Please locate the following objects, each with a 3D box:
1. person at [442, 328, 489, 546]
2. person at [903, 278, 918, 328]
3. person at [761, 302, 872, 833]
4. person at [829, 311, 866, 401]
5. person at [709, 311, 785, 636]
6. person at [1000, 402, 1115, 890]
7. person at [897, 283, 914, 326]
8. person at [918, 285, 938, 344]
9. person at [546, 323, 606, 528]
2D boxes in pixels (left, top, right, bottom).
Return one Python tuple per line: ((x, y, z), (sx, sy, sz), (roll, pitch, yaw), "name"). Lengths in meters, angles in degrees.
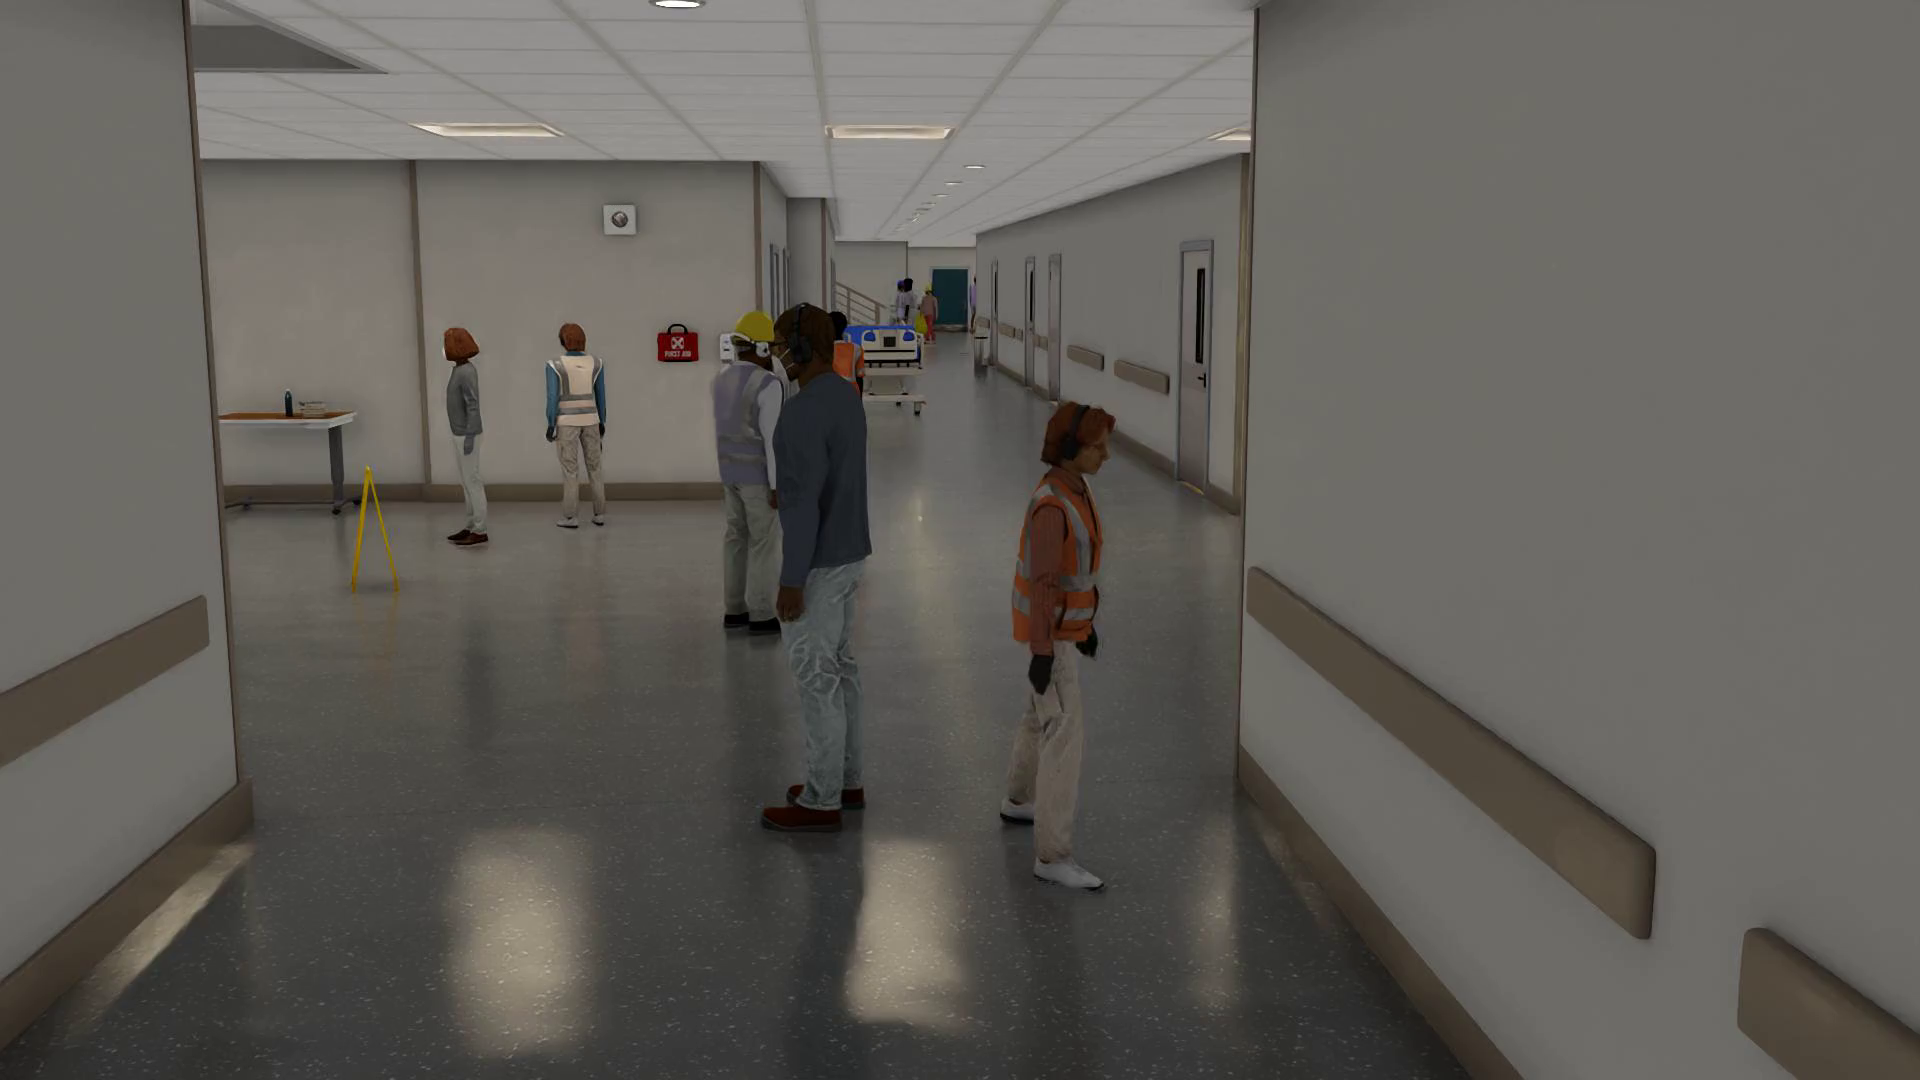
((-3.724, -0.774, 12.489), (0.267, 1.632, 0.509), (-4, 10, -26), "person")
((-1.308, -5.850, 43.380), (0.388, 1.951, 0.616), (3, 10, 18), "person")
((-0.515, 0.097, 6.120), (0.373, 1.929, 0.636), (2, 9, 10), "person")
((-1.124, -1.260, 15.355), (0.532, 1.695, 0.319), (-4, 10, -25), "person")
((-1.168, -0.376, 9.417), (0.403, 1.823, 0.601), (-8, 12, -42), "person")
((0.319, 0.328, 5.705), (0.467, 1.600, 0.698), (2, 9, 12), "person")
((-1.476, -5.947, 44.152), (0.561, 1.903, 0.552), (-2, 9, -11), "person")
((-0.934, -6.574, 48.629), (0.525, 1.717, 0.920), (6, 11, 32), "person")
((-3.077, -0.914, 13.351), (0.522, 1.638, 0.311), (-7, 12, -38), "person")
